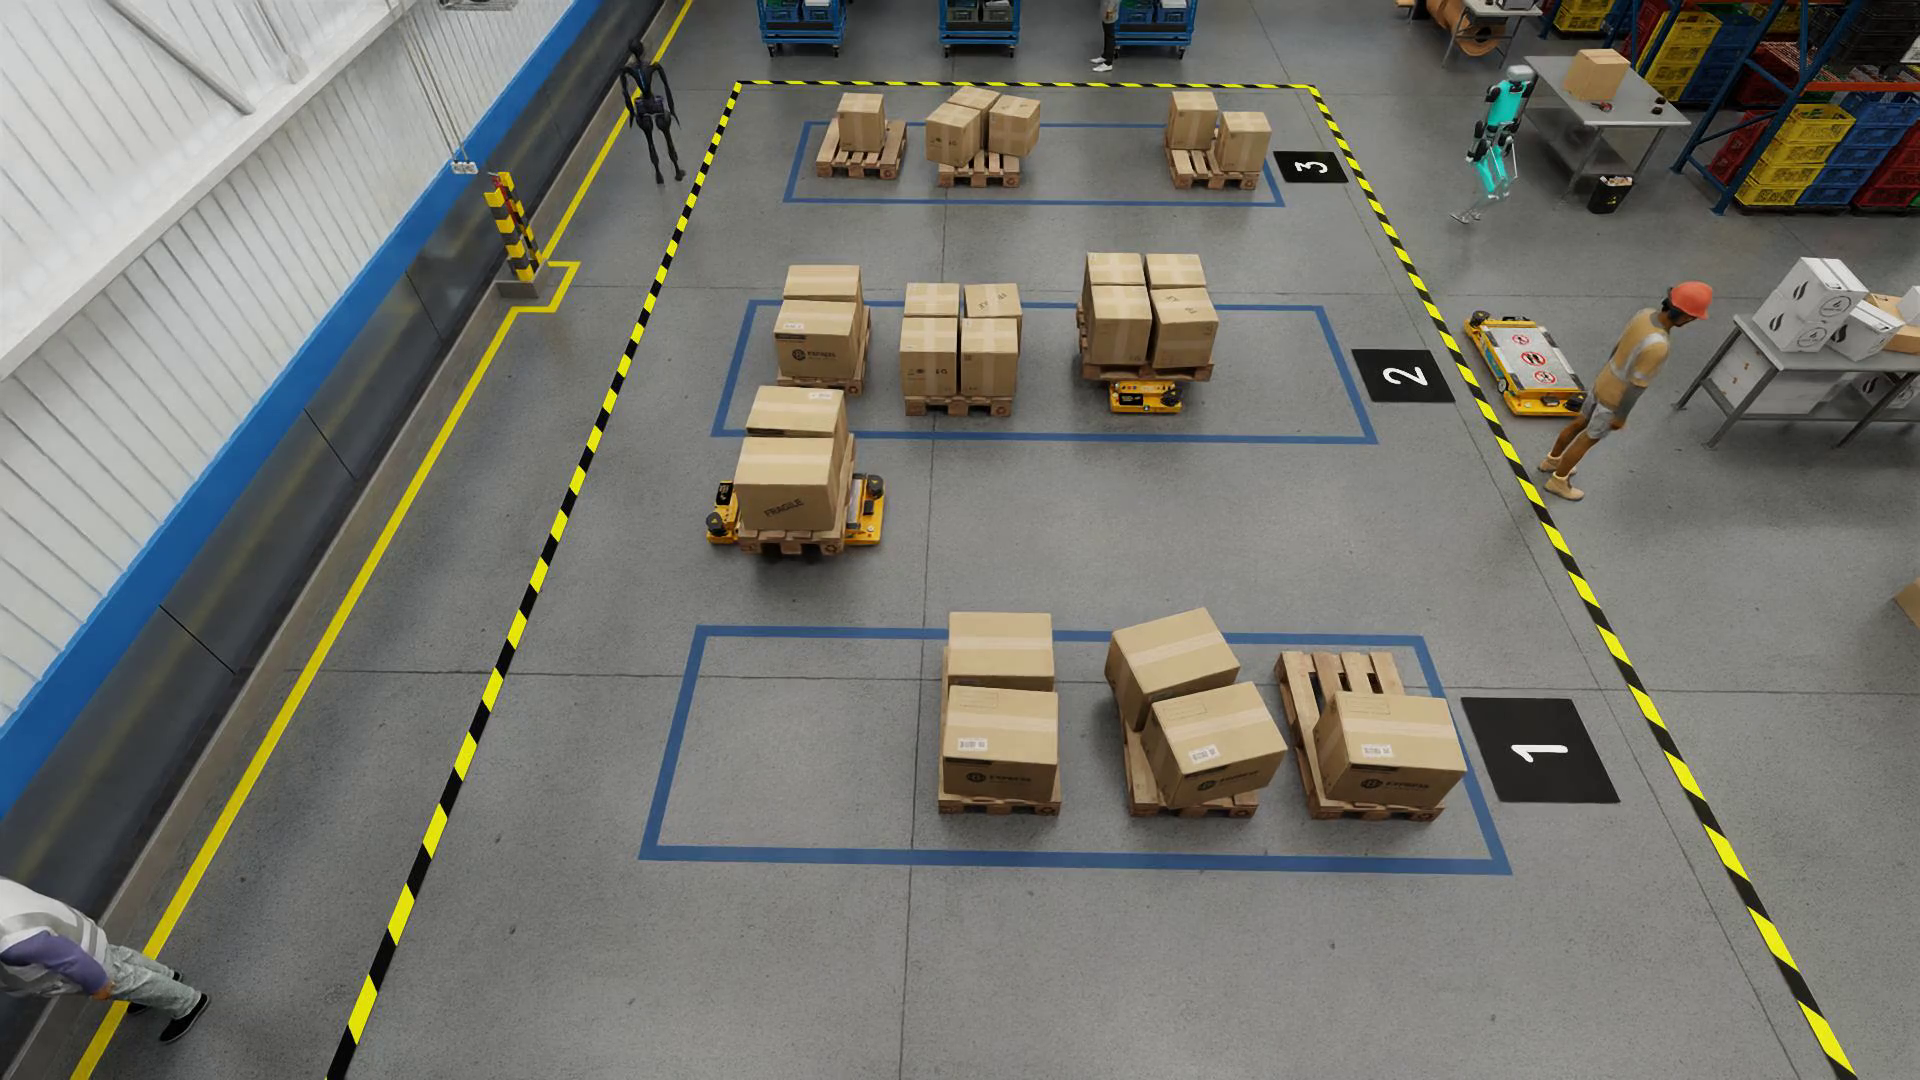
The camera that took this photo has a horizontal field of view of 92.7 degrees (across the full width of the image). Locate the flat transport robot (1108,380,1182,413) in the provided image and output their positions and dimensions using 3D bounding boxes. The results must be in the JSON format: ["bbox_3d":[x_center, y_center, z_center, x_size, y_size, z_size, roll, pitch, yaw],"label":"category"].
[{"bbox_3d":[1.773,-1.807,9.079,0.652,0.197,1.431,1,49,1],"label":"flat transport robot"}]

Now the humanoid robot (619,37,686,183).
[{"bbox_3d":[-3.733,-5.174,11.070,0.599,1.657,0.315,-7,49,-6],"label":"humanoid robot"}]

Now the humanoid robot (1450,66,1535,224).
[{"bbox_3d":[6.022,-4.307,10.204,0.533,1.673,0.735,-11,50,-10],"label":"humanoid robot"}]

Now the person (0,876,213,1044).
[{"bbox_3d":[-4.566,2.129,4.655,0.601,1.830,0.404,24,53,20],"label":"person"}]

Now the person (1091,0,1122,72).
[{"bbox_3d":[2.129,-7.760,13.203,0.400,1.851,0.590,2,49,2],"label":"person"}]

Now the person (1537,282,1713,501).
[{"bbox_3d":[5.322,-1.185,7.394,0.388,2.033,0.604,13,50,11],"label":"person"}]

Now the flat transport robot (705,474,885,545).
[{"bbox_3d":[-1.376,-0.273,7.751,1.431,0.197,0.652,1,49,1],"label":"flat transport robot"}]

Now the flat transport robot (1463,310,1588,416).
[{"bbox_3d":[5.573,-1.757,9.054,0.659,0.231,1.431,1,49,1],"label":"flat transport robot"}]
